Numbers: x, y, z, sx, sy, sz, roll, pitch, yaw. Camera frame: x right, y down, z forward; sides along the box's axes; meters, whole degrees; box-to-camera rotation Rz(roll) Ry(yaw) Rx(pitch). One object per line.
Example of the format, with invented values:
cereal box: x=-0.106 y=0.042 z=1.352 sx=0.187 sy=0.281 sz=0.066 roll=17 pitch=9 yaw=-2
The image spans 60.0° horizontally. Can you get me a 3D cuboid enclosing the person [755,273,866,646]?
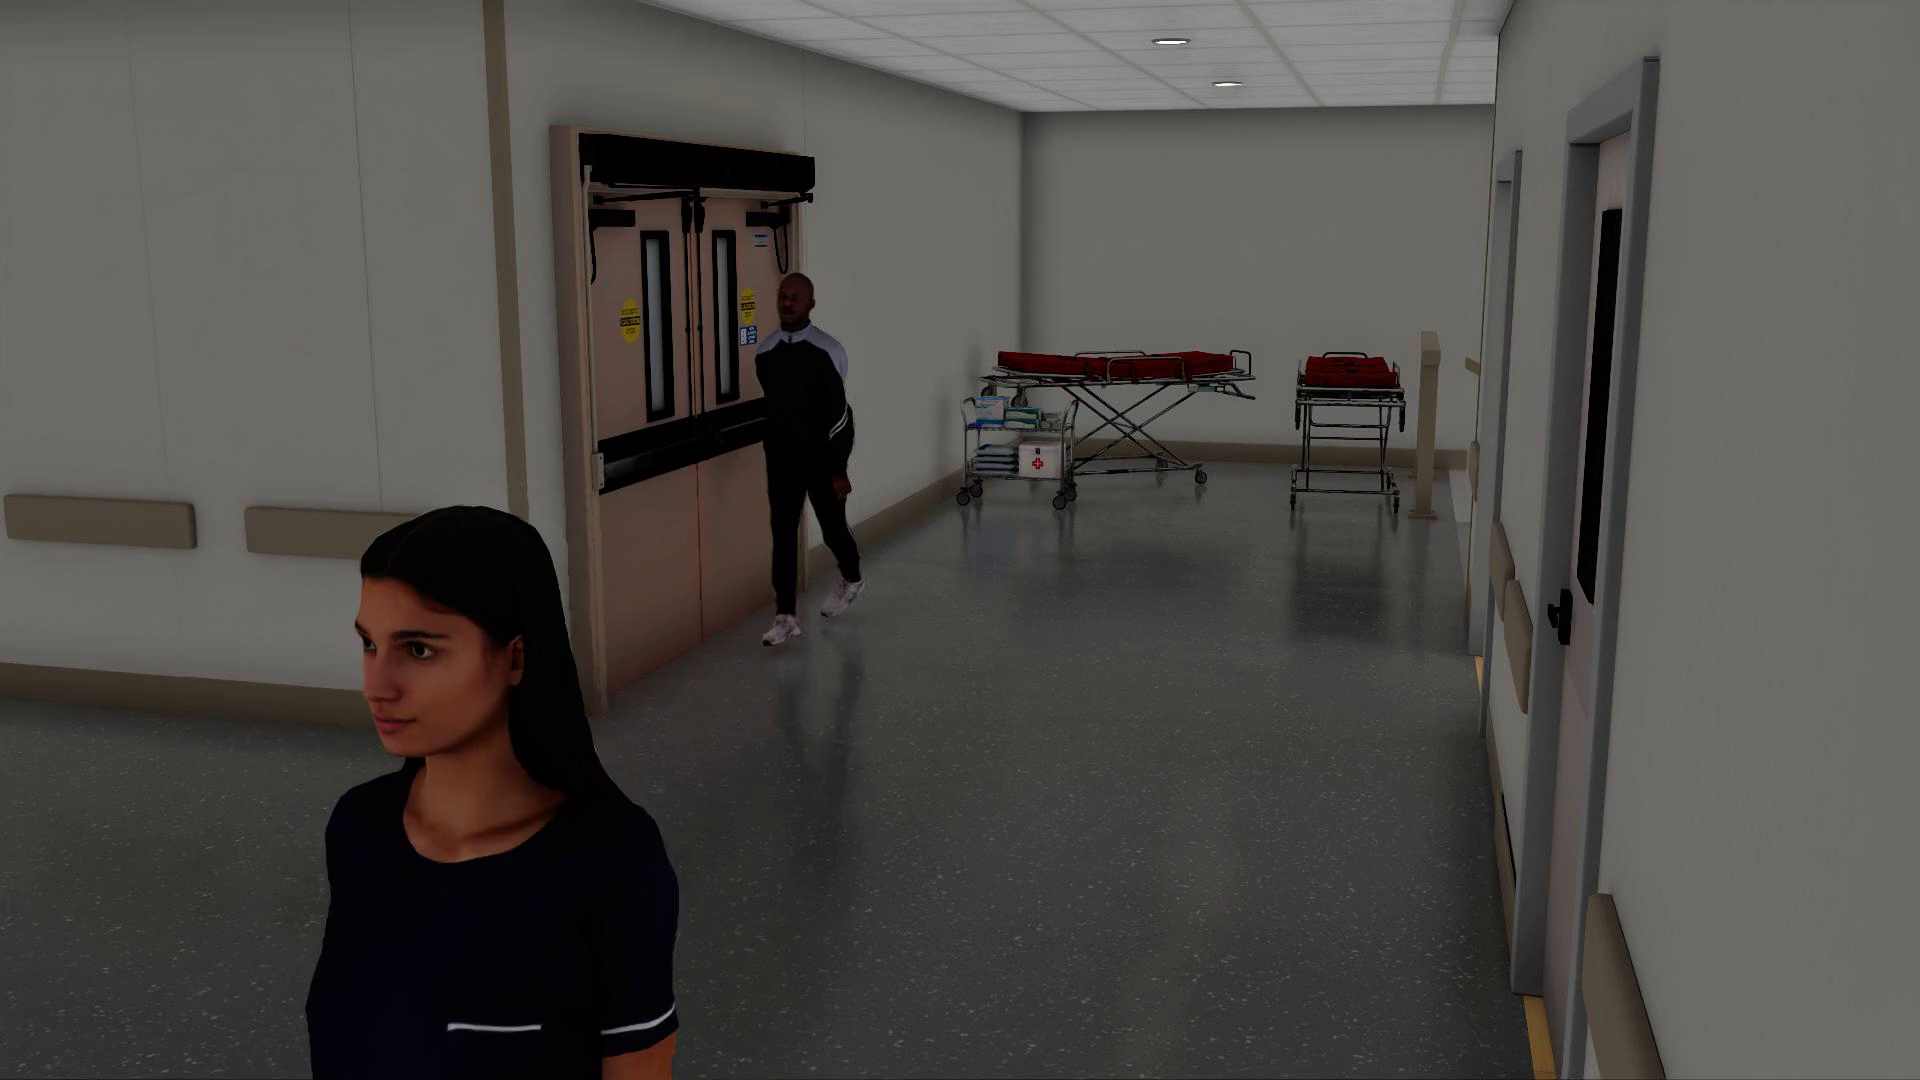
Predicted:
person: x=-0.721 y=-0.409 z=8.270 sx=0.733 sy=1.774 sz=1.238 roll=4 pitch=12 yaw=21

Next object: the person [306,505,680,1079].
person: x=-0.443 y=0.827 z=1.824 sx=0.642 sy=1.748 sz=0.974 roll=4 pitch=11 yaw=21
